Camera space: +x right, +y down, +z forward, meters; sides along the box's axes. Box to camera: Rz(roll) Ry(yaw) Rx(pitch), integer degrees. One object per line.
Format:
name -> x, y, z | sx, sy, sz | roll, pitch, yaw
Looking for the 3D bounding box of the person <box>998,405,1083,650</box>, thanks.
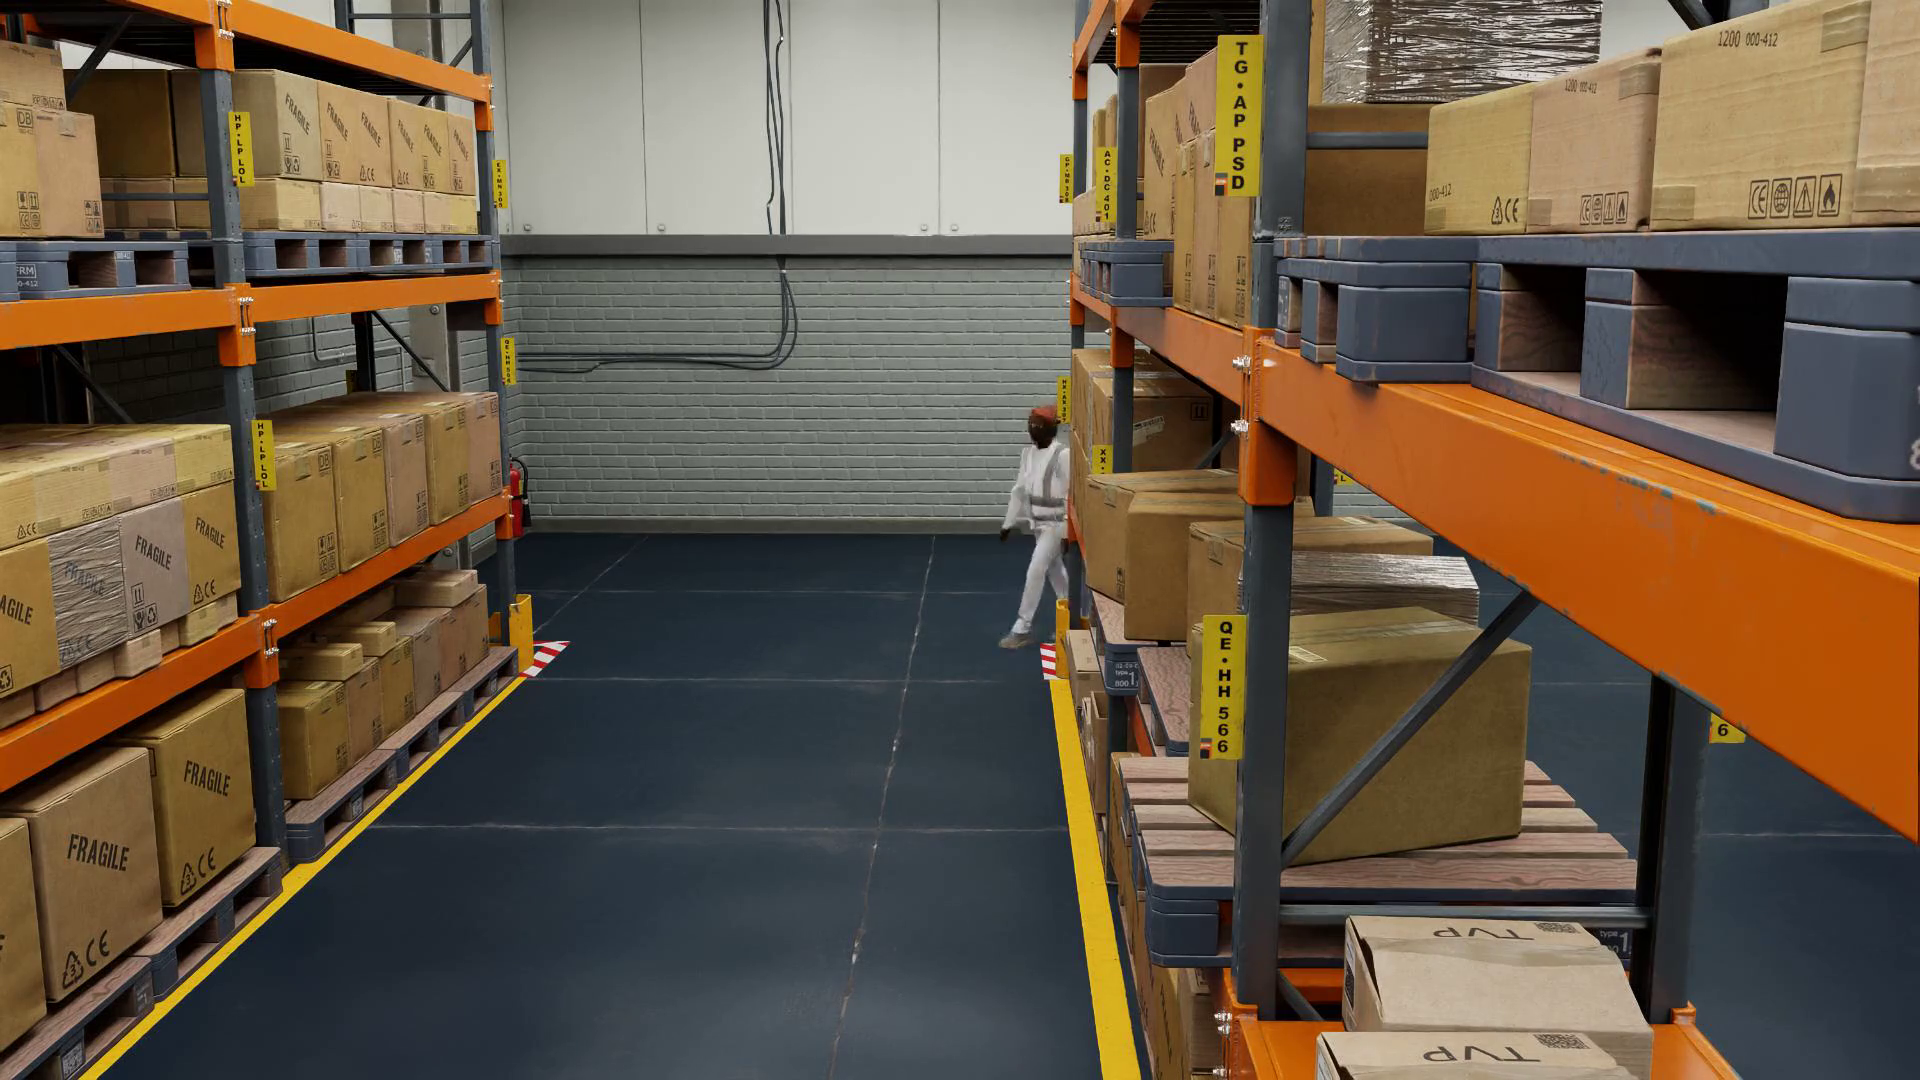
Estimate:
person -> 0.671, -0.103, 12.551 | 0.805, 1.838, 0.694 | -4, 11, -20
